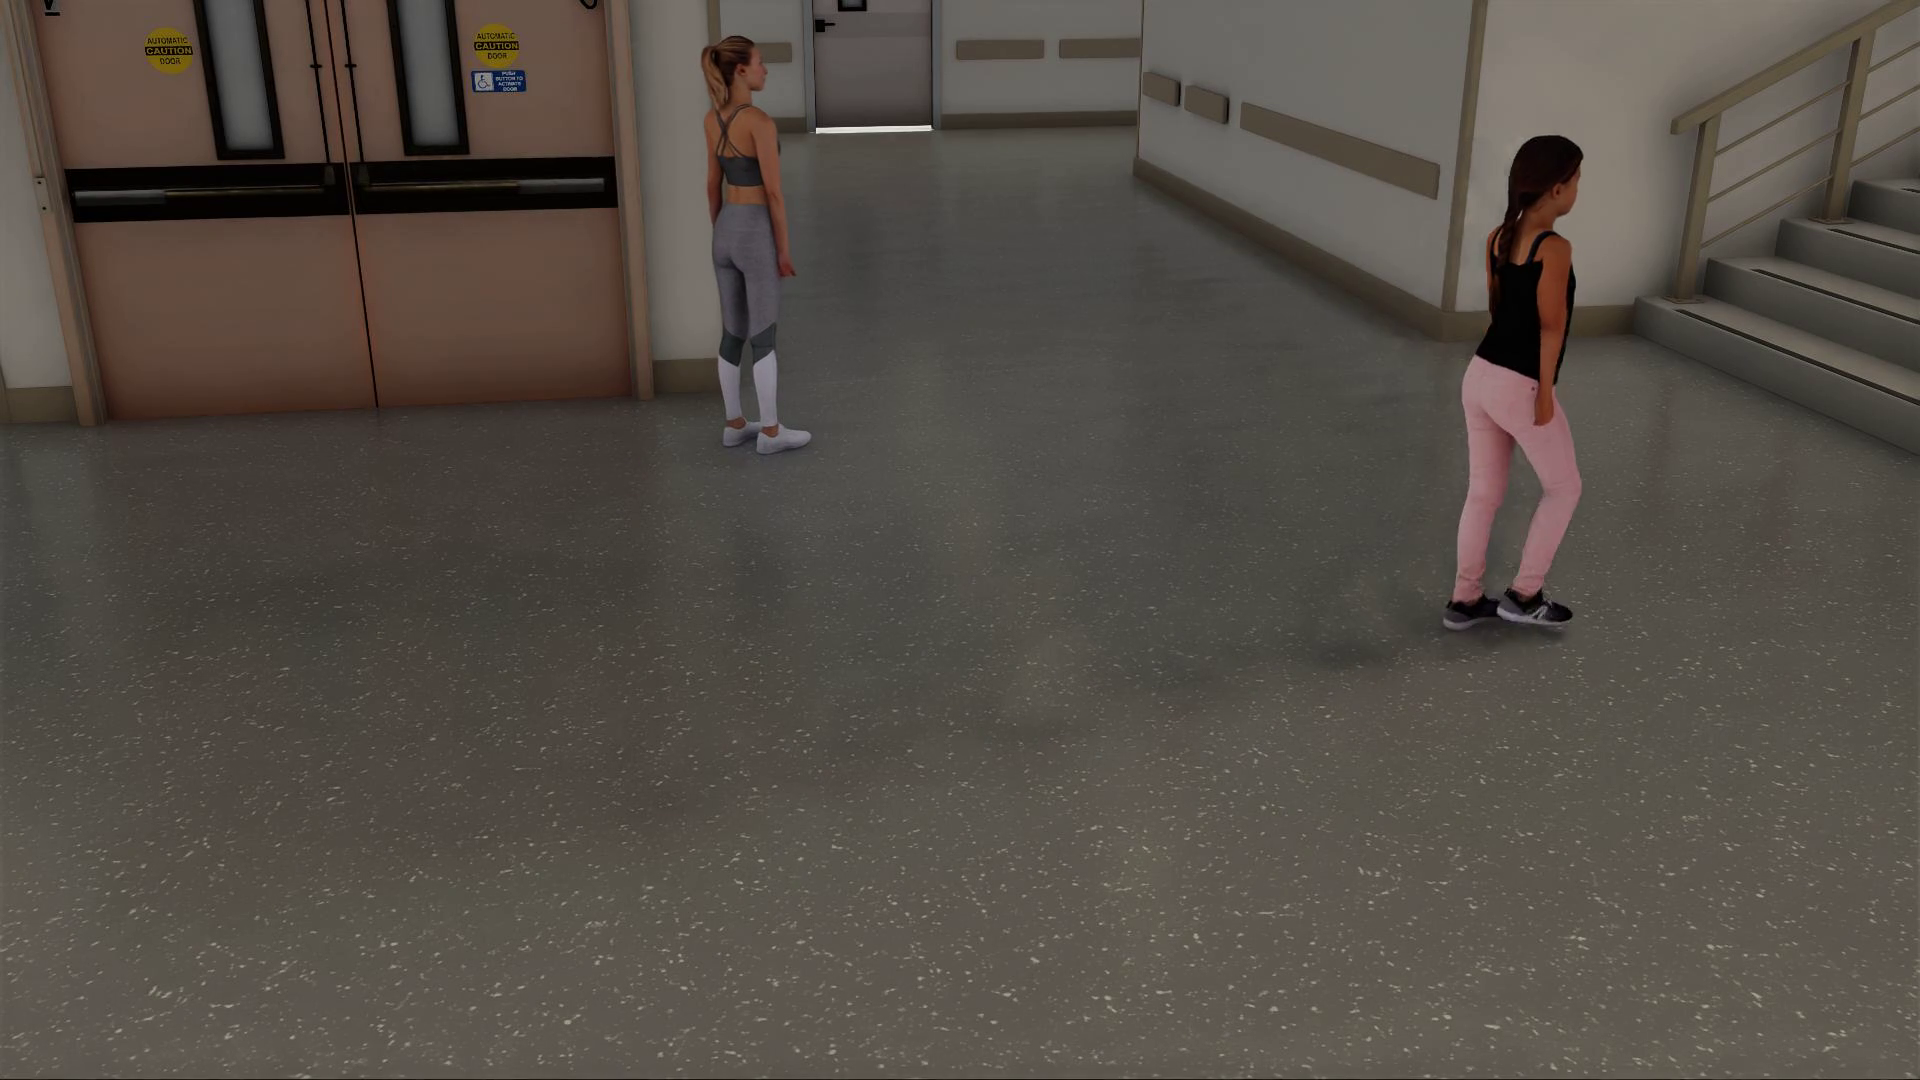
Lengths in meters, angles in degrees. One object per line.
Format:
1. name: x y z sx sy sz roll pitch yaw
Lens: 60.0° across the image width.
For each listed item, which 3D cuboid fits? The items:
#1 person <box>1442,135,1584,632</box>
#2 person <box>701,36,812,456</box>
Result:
1. person: 1.645 -0.442 5.102 0.653 1.555 0.587 -10 23 -24
2. person: -0.894 -1.217 6.933 0.643 1.706 0.689 17 26 37
